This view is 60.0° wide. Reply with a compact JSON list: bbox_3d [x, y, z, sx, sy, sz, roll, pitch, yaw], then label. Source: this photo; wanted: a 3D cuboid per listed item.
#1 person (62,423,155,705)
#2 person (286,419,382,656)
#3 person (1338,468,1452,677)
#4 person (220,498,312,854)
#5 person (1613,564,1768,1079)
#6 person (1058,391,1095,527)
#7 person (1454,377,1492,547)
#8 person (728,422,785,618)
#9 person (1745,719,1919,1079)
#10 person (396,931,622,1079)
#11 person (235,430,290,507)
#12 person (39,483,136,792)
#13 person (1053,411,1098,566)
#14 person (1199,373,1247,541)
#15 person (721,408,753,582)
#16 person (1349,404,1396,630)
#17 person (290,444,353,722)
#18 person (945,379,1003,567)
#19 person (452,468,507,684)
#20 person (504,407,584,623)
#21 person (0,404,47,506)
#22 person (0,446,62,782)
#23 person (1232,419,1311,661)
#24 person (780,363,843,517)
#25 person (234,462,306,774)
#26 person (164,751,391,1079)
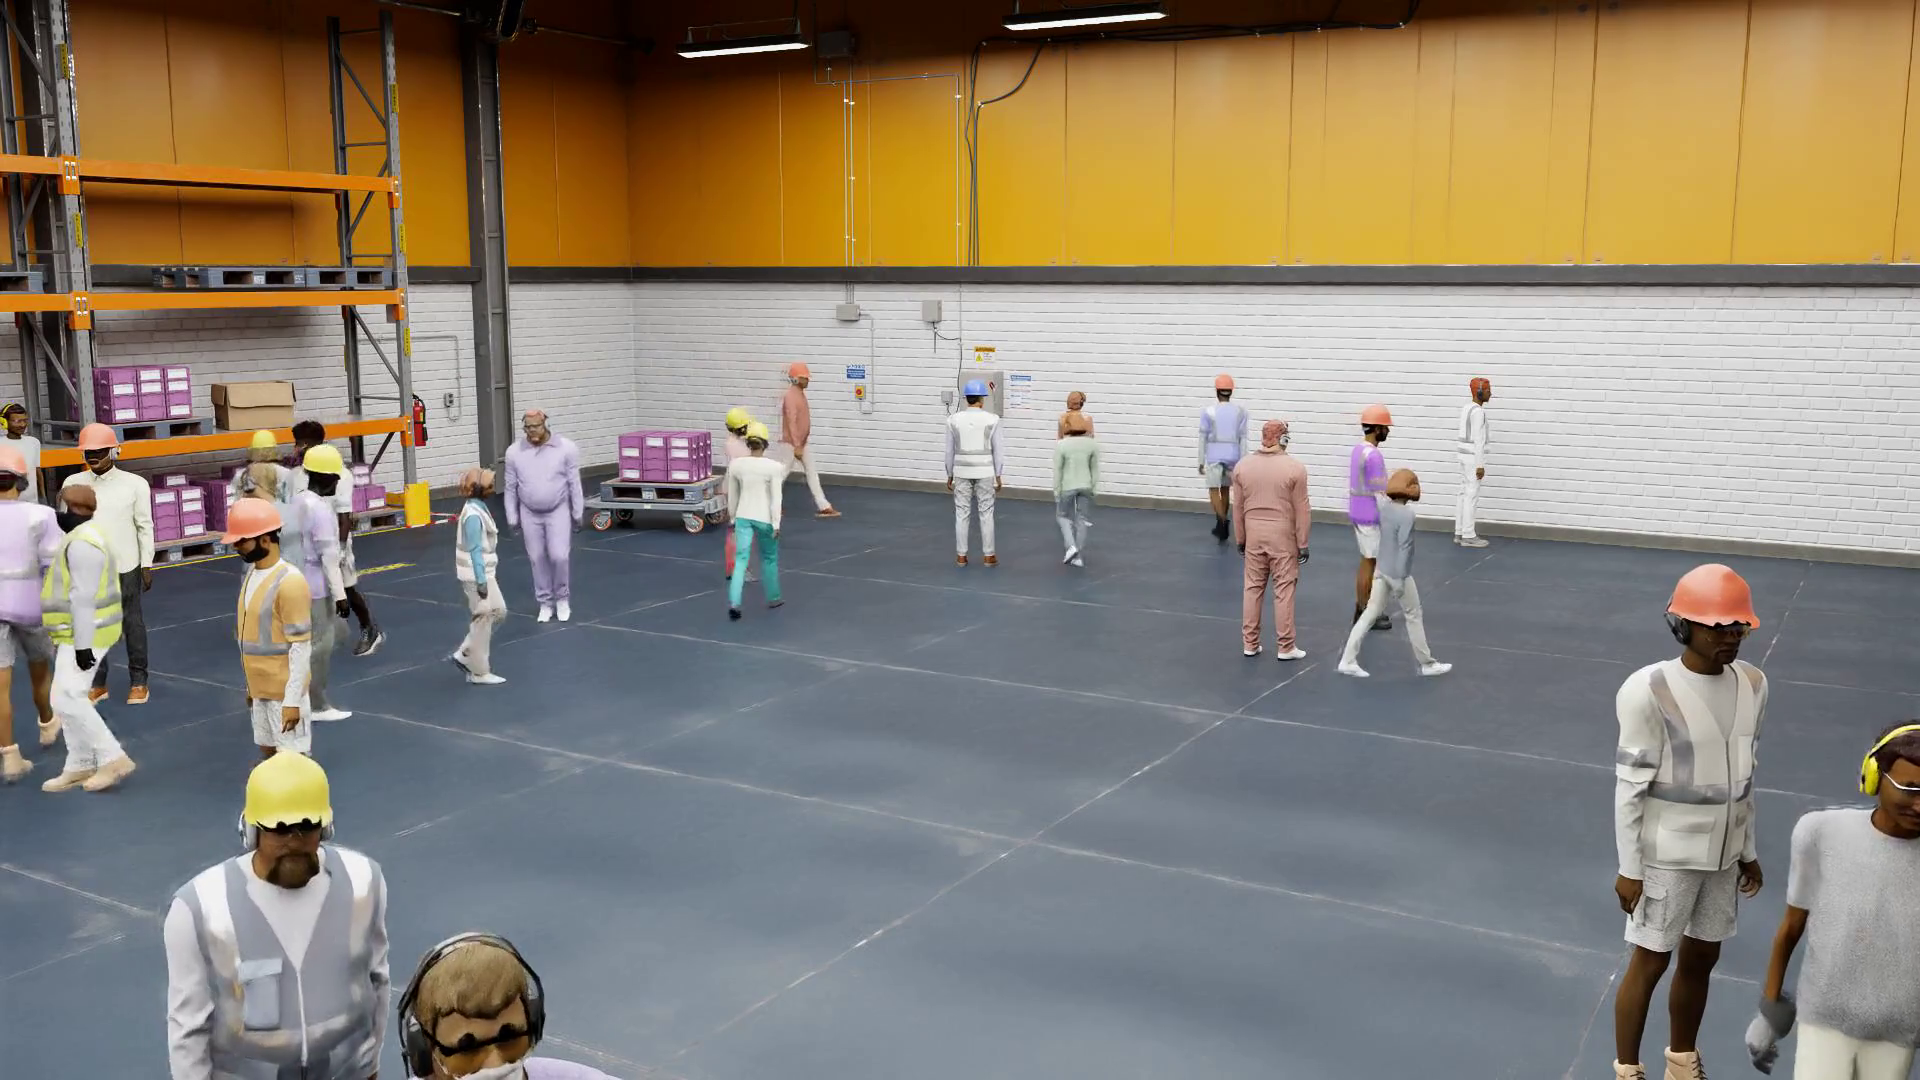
[{"bbox_3d":[-5.982,0.173,11.678,0.611,1.996,0.378,-1,9,-7],"label":"person"},{"bbox_3d":[-4.917,0.026,12.890,0.600,1.912,0.982,2,9,14],"label":"person"},{"bbox_3d":[3.257,0.255,12.460,0.888,1.589,0.515,-2,9,-13],"label":"person"},{"bbox_3d":[-3.460,0.741,8.351,0.542,1.928,0.374,9,13,44],"label":"person"},{"bbox_3d":[2.573,1.088,5.822,0.616,2.041,0.379,-4,10,-21],"label":"person"},{"bbox_3d":[1.381,-0.965,19.929,0.527,1.632,0.313,8,12,41],"label":"person"},{"bbox_3d":[5.728,-0.872,18.549,0.337,1.882,0.584,0,9,2],"label":"person"},{"bbox_3d":[-1.839,-0.185,14.775,0.539,1.725,0.904,2,9,13],"label":"person"},{"bbox_3d":[2.495,1.384,4.605,0.550,1.834,0.466,3,10,20],"label":"person"},{"bbox_3d":[-0.822,1.606,2.915,0.637,1.937,0.357,-4,10,-25],"label":"person"},{"bbox_3d":[-5.839,-0.073,14.061,0.503,1.715,0.721,-3,9,-15],"label":"person"},{"bbox_3d":[-5.160,0.578,9.749,0.473,1.806,0.651,-5,10,-29],"label":"person"},{"bbox_3d":[1.191,-0.522,17.204,0.501,1.623,0.368,-3,9,-15],"label":"person"},{"bbox_3d":[2.998,-0.936,18.898,0.548,1.911,0.843,-1,9,-6],"label":"person"},{"bbox_3d":[-2.207,-0.441,16.394,0.288,1.726,0.562,-1,9,-7],"label":"person"},{"bbox_3d":[3.524,-0.192,14.167,0.401,1.933,0.559,0,9,0],"label":"person"},{"bbox_3d":[-4.289,0.303,11.181,0.419,1.900,0.592,-5,11,-30],"label":"person"},{"bbox_3d":[0.146,-0.685,17.199,0.606,1.944,0.403,1,9,9],"label":"person"},{"bbox_3d":[-3.511,0.270,12.213,0.366,1.622,0.530,-2,9,-12],"label":"person"},{"bbox_3d":[-3.615,-0.207,14.394,0.663,1.884,0.500,0,9,-2],"label":"person"},{"bbox_3d":[-8.564,-0.312,15.159,0.320,1.857,0.514,5,10,29],"label":"person"},{"bbox_3d":[-5.795,0.419,10.199,0.619,1.970,1.098,-3,10,-19],"label":"person"},{"bbox_3d":[2.462,-0.002,13.075,0.639,1.902,0.407,6,11,35],"label":"person"},{"bbox_3d":[-2.028,-1.230,20.641,1.052,1.941,0.631,2,9,14],"label":"person"},{"bbox_3d":[-4.178,0.485,10.096,0.440,1.888,0.711,-8,12,-43],"label":"person"},{"bbox_3d":[-1.839,1.423,4.529,0.584,1.796,0.911,-6,11,-32],"label":"person"}]
